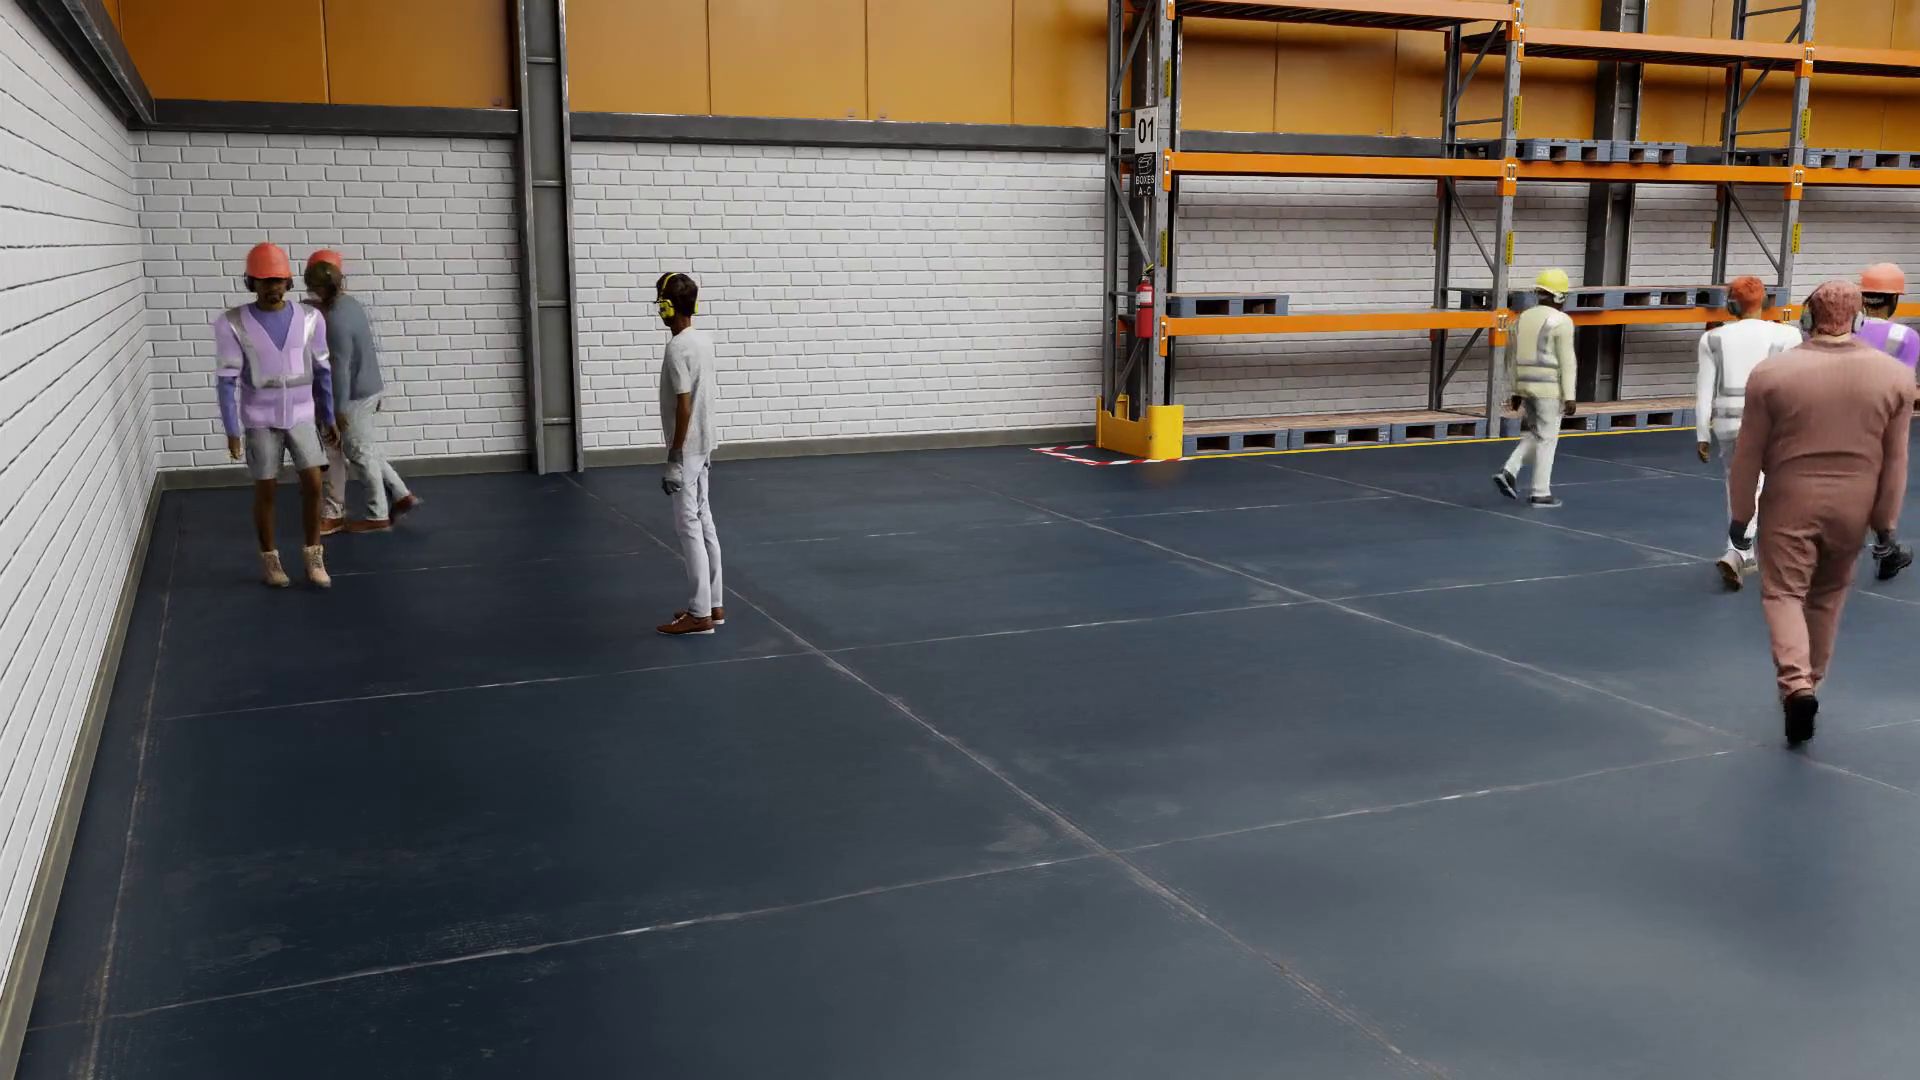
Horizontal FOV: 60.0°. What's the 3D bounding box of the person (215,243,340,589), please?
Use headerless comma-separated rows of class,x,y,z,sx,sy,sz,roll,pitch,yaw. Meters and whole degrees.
person,-3.896,-0.688,9.580,0.694,2.010,0.722,-8,13,-36

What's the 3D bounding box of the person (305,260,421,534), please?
person,-4.141,-0.967,11.458,0.606,1.897,0.675,-2,10,-11

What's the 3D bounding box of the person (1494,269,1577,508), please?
person,4.432,-1.142,12.654,0.449,1.820,0.605,-3,11,-16

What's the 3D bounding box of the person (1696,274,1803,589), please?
person,4.658,-0.653,9.872,0.599,1.845,0.952,8,13,38

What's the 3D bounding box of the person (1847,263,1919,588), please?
person,5.335,-0.659,9.744,0.957,1.888,0.569,-8,13,-38

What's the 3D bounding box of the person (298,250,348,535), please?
person,-4.393,-1.013,11.517,0.683,1.966,0.450,5,11,26

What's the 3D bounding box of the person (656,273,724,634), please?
person,-1.415,-0.439,8.598,0.310,1.863,0.534,2,10,9

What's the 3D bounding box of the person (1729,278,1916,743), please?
person,3.520,-0.127,6.831,0.651,1.881,0.857,2,10,13
